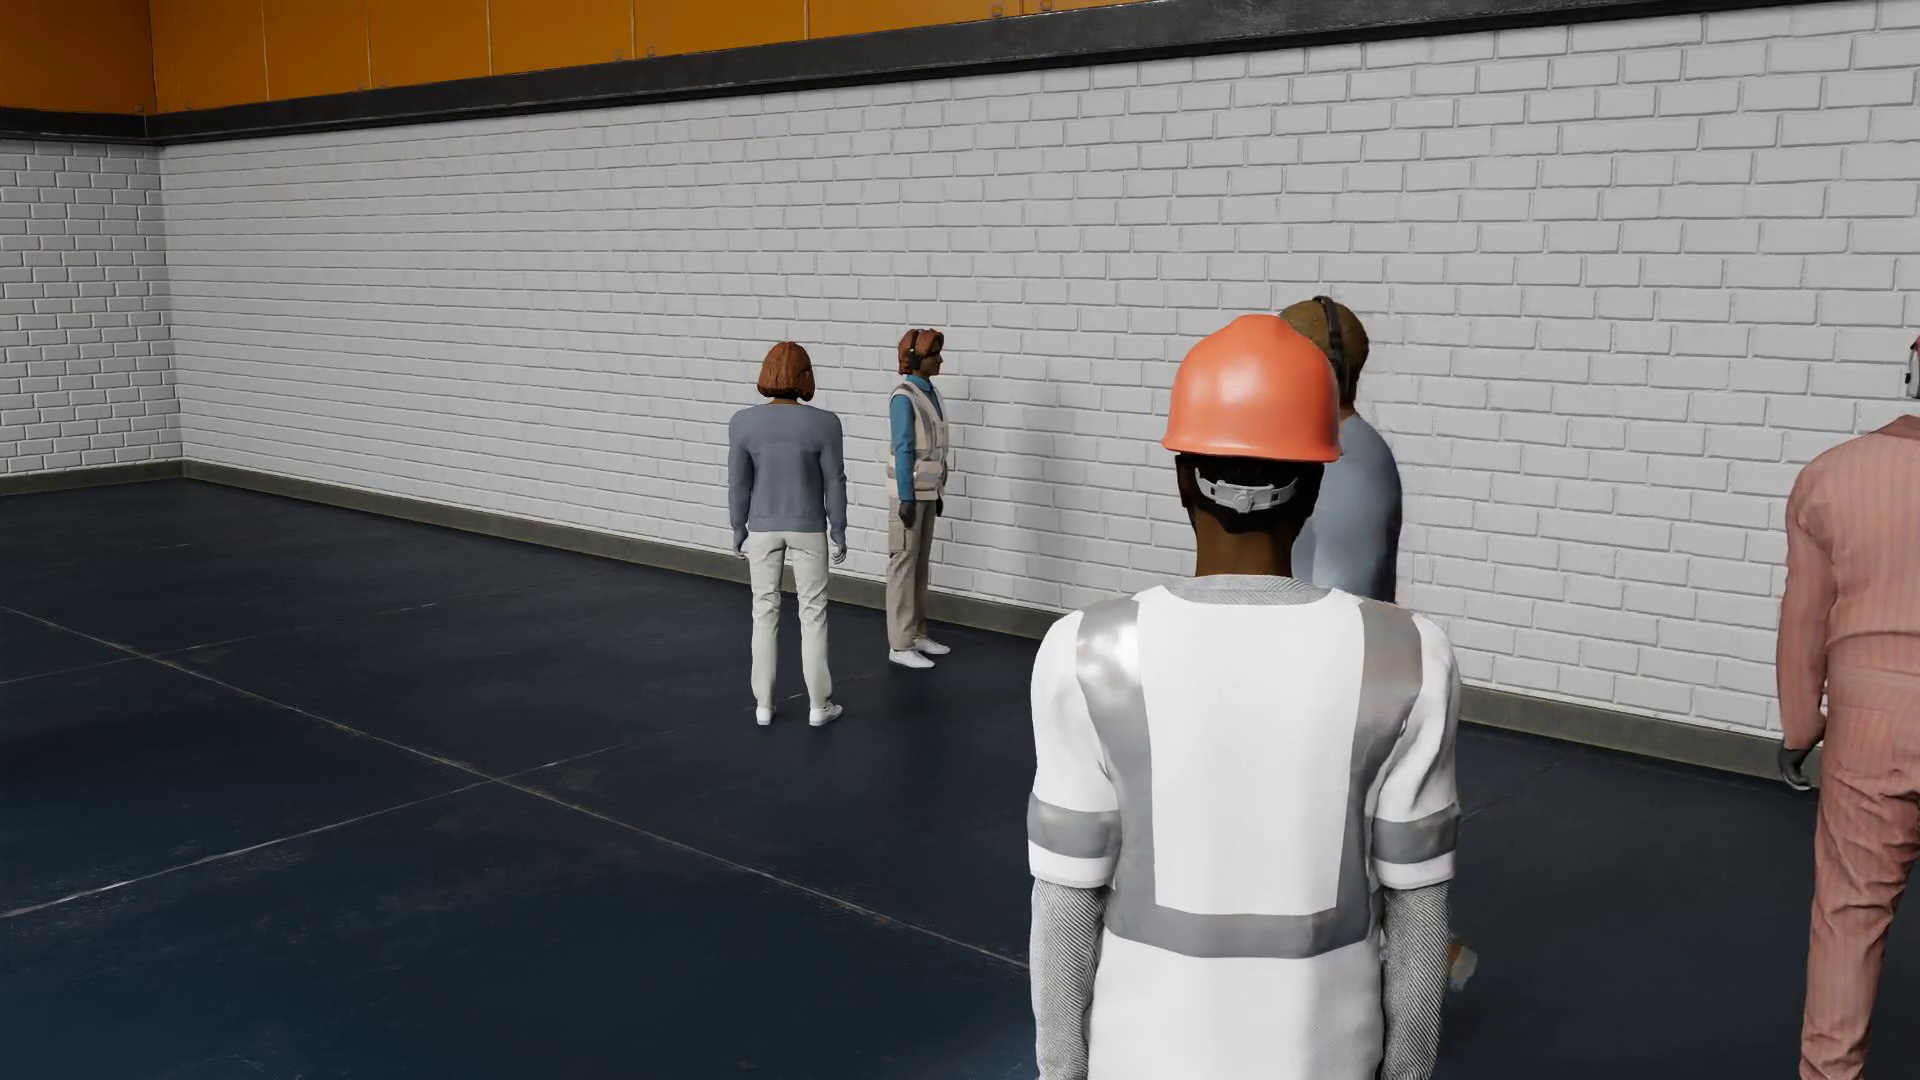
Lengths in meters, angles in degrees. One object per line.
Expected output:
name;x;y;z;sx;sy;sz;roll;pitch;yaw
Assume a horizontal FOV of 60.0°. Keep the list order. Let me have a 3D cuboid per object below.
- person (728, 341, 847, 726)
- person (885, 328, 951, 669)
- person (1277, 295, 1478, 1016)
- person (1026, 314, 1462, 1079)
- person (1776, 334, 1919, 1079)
person;-0.727;-0.021;7.059;0.507;1.632;0.268;1;10;6
person;-0.208;-0.210;8.114;0.315;1.641;0.515;3;10;16
person;0.881;0.399;3.857;0.639;1.922;0.633;0;10;0
person;0.363;0.675;2.232;0.551;1.936;0.356;0;10;3
person;2.149;0.438;3.666;0.639;1.911;0.402;9;13;42
